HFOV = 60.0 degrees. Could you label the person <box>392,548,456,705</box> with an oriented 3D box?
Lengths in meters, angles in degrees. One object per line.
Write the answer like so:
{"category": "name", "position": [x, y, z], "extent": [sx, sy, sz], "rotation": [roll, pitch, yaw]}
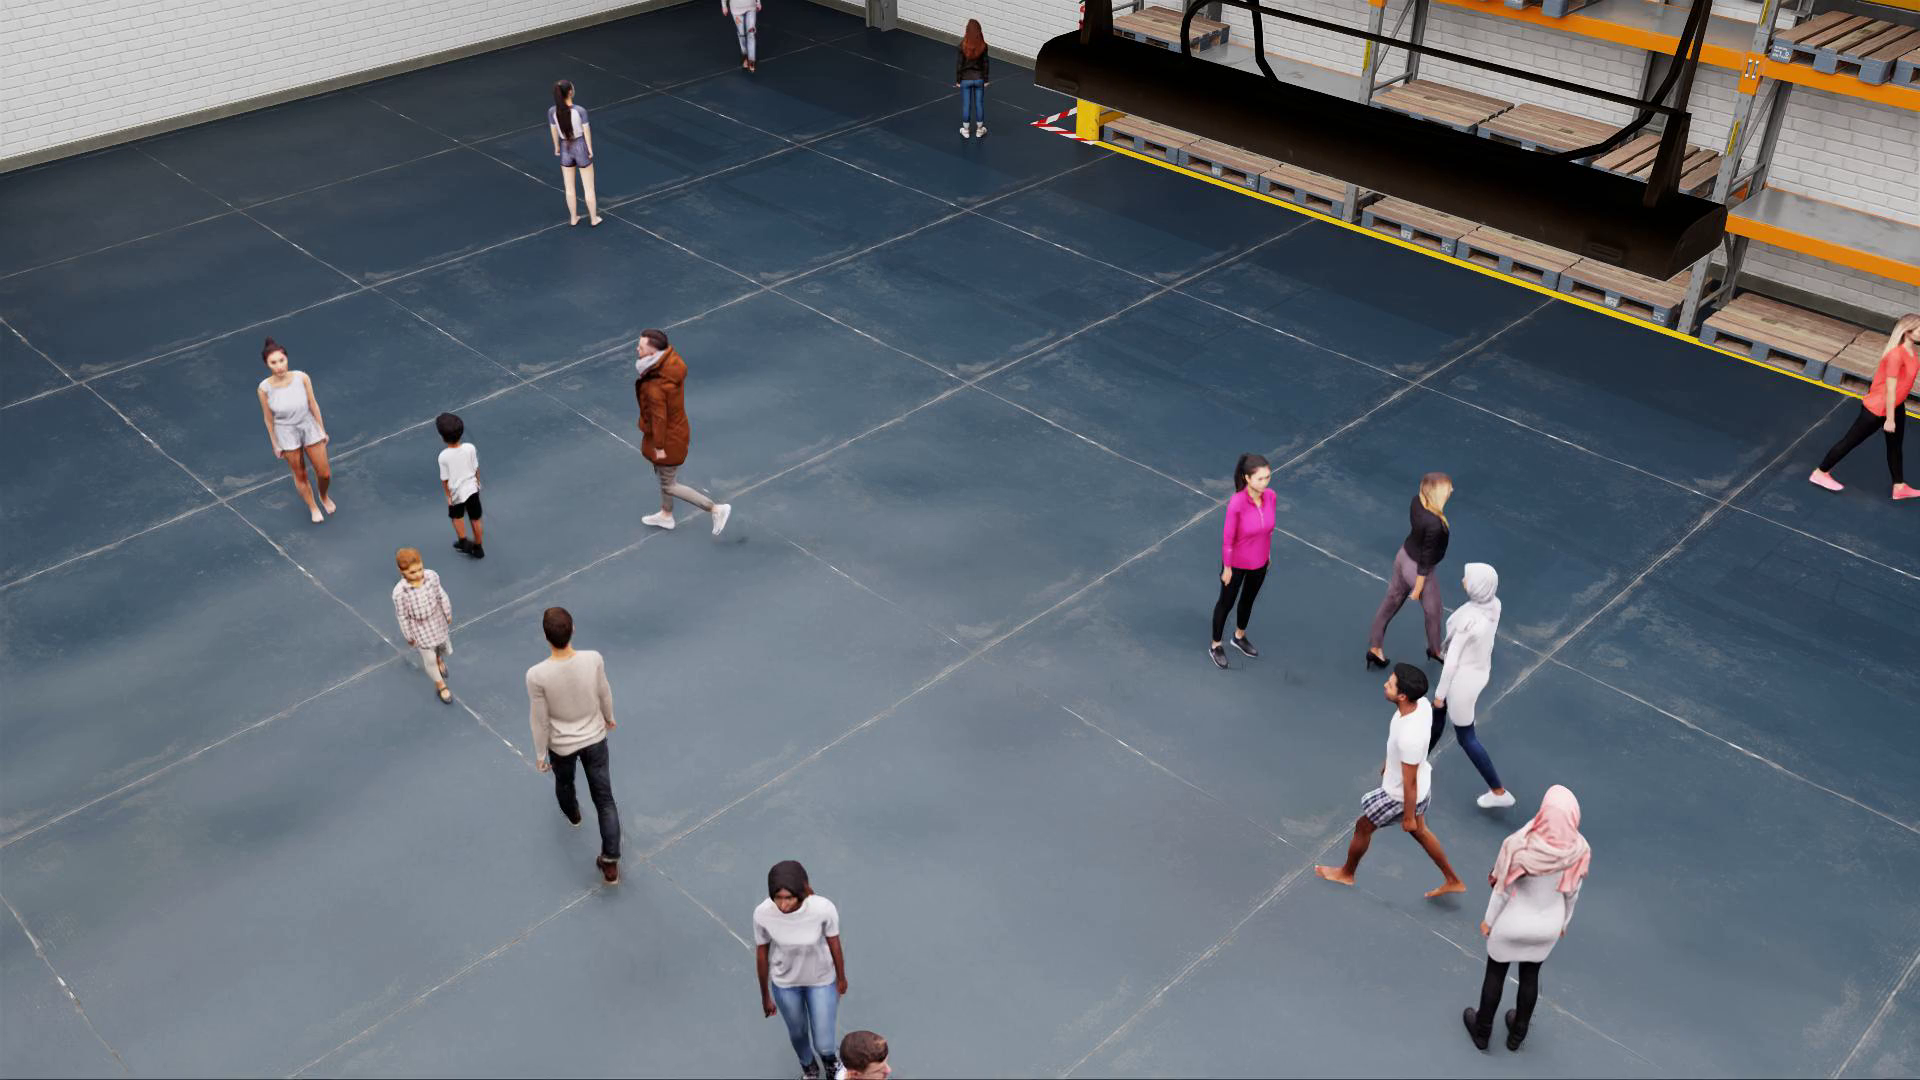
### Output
{"category": "person", "position": [-3.748, 0.548, 11.565], "extent": [0.671, 1.294, 0.559], "rotation": [29, 43, 36]}

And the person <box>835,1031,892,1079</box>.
{"category": "person", "position": [-0.460, 2.871, 7.568], "extent": [0.755, 1.849, 0.725], "rotation": [5, 34, 8]}

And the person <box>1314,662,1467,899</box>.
{"category": "person", "position": [2.697, 1.488, 9.799], "extent": [1.221, 1.684, 0.940], "rotation": [13, 36, 18]}

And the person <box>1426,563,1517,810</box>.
{"category": "person", "position": [3.274, 0.964, 10.537], "extent": [1.143, 1.739, 0.666], "rotation": [25, 41, 33]}

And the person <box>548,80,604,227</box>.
{"category": "person", "position": [-4.296, -4.304, 18.542], "extent": [0.652, 1.650, 0.725], "rotation": [2, 34, 3]}

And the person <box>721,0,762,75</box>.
{"category": "person", "position": [-3.025, -7.457, 23.151], "extent": [1.109, 1.799, 1.216], "rotation": [-4, 34, -6]}

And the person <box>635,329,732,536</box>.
{"category": "person", "position": [-2.231, -0.811, 13.136], "extent": [1.165, 1.817, 1.067], "rotation": [4, 34, 6]}

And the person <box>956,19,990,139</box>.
{"category": "person", "position": [0.155, -5.827, 20.984], "extent": [0.651, 1.483, 0.686], "rotation": [-3, 34, -5]}

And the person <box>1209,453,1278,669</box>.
{"category": "person", "position": [2.024, 0.131, 11.826], "extent": [0.647, 1.699, 0.641], "rotation": [-17, 37, -24]}

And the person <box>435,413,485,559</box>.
{"category": "person", "position": [-3.868, -0.391, 13.019], "extent": [0.520, 1.248, 0.552], "rotation": [-22, 40, -30]}

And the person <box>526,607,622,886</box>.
{"category": "person", "position": [-2.266, 1.268, 10.004], "extent": [0.971, 1.822, 1.283], "rotation": [-16, 37, -22]}

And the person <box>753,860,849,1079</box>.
{"category": "person", "position": [-0.809, 2.238, 8.647], "extent": [0.731, 1.708, 0.793], "rotation": [-1, 34, -1]}

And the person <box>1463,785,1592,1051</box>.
{"category": "person", "position": [3.024, 2.042, 8.859], "extent": [0.718, 1.801, 0.776], "rotation": [0, 34, 0]}

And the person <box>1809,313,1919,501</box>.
{"category": "person", "position": [7.494, -1.098, 13.724], "extent": [1.112, 1.645, 0.684], "rotation": [24, 41, 32]}

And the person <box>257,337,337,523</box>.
{"category": "person", "position": [-5.370, -0.895, 13.458], "extent": [0.664, 1.601, 0.665], "rotation": [-16, 37, -22]}

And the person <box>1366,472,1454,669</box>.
{"category": "person", "position": [3.107, 0.252, 11.694], "extent": [0.927, 1.643, 0.932], "rotation": [-7, 34, -11]}
